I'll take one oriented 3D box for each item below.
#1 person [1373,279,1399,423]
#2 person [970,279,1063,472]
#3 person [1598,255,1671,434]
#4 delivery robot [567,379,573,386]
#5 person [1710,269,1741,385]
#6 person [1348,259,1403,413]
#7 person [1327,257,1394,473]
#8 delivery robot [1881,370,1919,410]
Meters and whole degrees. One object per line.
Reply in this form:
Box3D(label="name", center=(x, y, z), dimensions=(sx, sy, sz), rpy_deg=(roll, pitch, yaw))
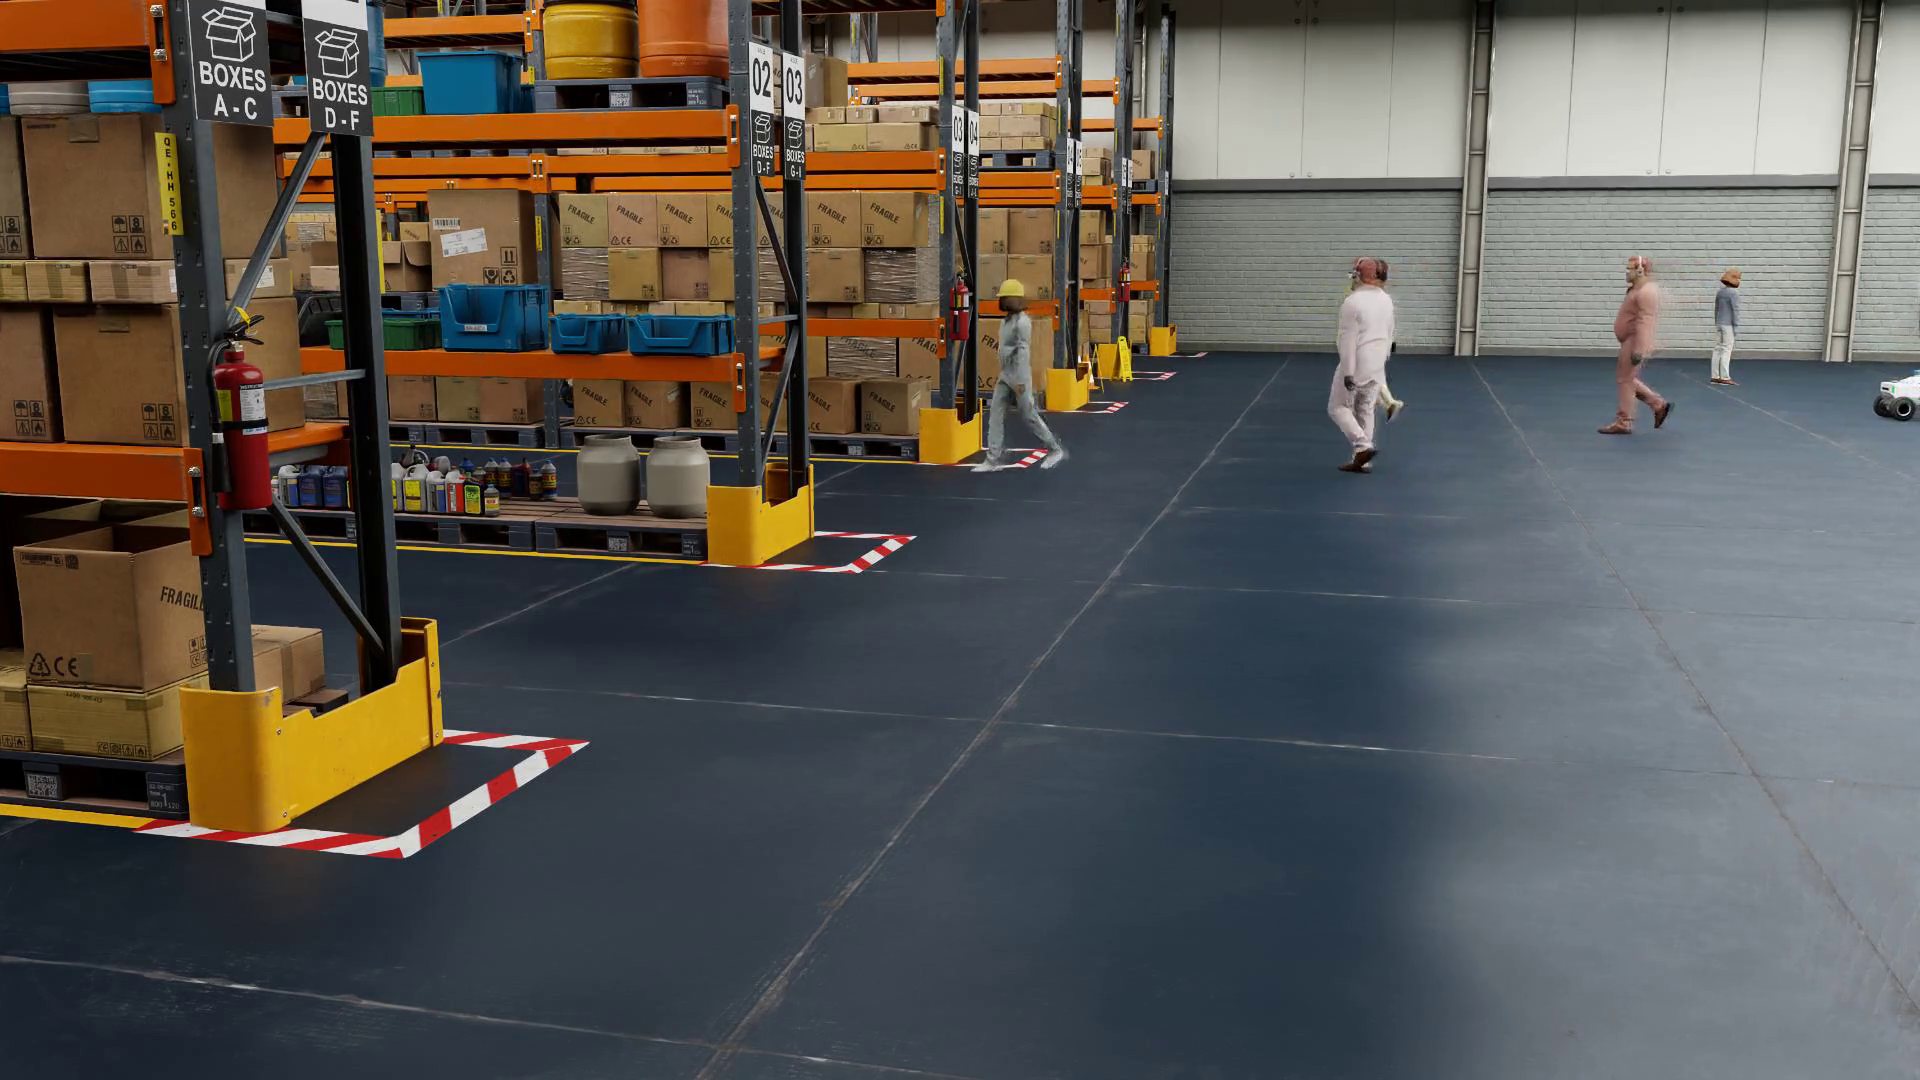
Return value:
Box3D(label="person", center=(4.532, -2.027, 18.106), dimensions=(0.514, 1.621, 0.434), rpy_deg=(-7, 13, -35))
Box3D(label="person", center=(0.534, -1.449, 14.709), dimensions=(0.842, 1.714, 0.499), rpy_deg=(-5, 11, -25))
Box3D(label="person", center=(7.126, -2.041, 17.456), dimensions=(0.635, 1.889, 0.661), rpy_deg=(3, 11, 16))
Box3D(label="delivery robot", center=(-4.424, -1.936, 20.321), dimensions=(0.707, 0.478, 0.477), rpy_deg=(3, 11, 16))
Box3D(label="person", center=(10.874, -3.015, 23.570), dimensions=(0.278, 1.633, 0.498), rpy_deg=(-1, 10, -7))
Box3D(label="person", center=(4.980, -2.395, 19.650), dimensions=(0.876, 1.803, 0.647), rpy_deg=(-2, 10, -12))
Box3D(label="person", center=(3.487, -1.509, 14.511), dimensions=(0.649, 1.892, 0.443), rpy_deg=(-8, 13, -36))
Box3D(label="delivery robot", center=(10.919, -1.690, 18.960), dimensions=(0.707, 0.478, 0.477), rpy_deg=(1, 10, 6))
